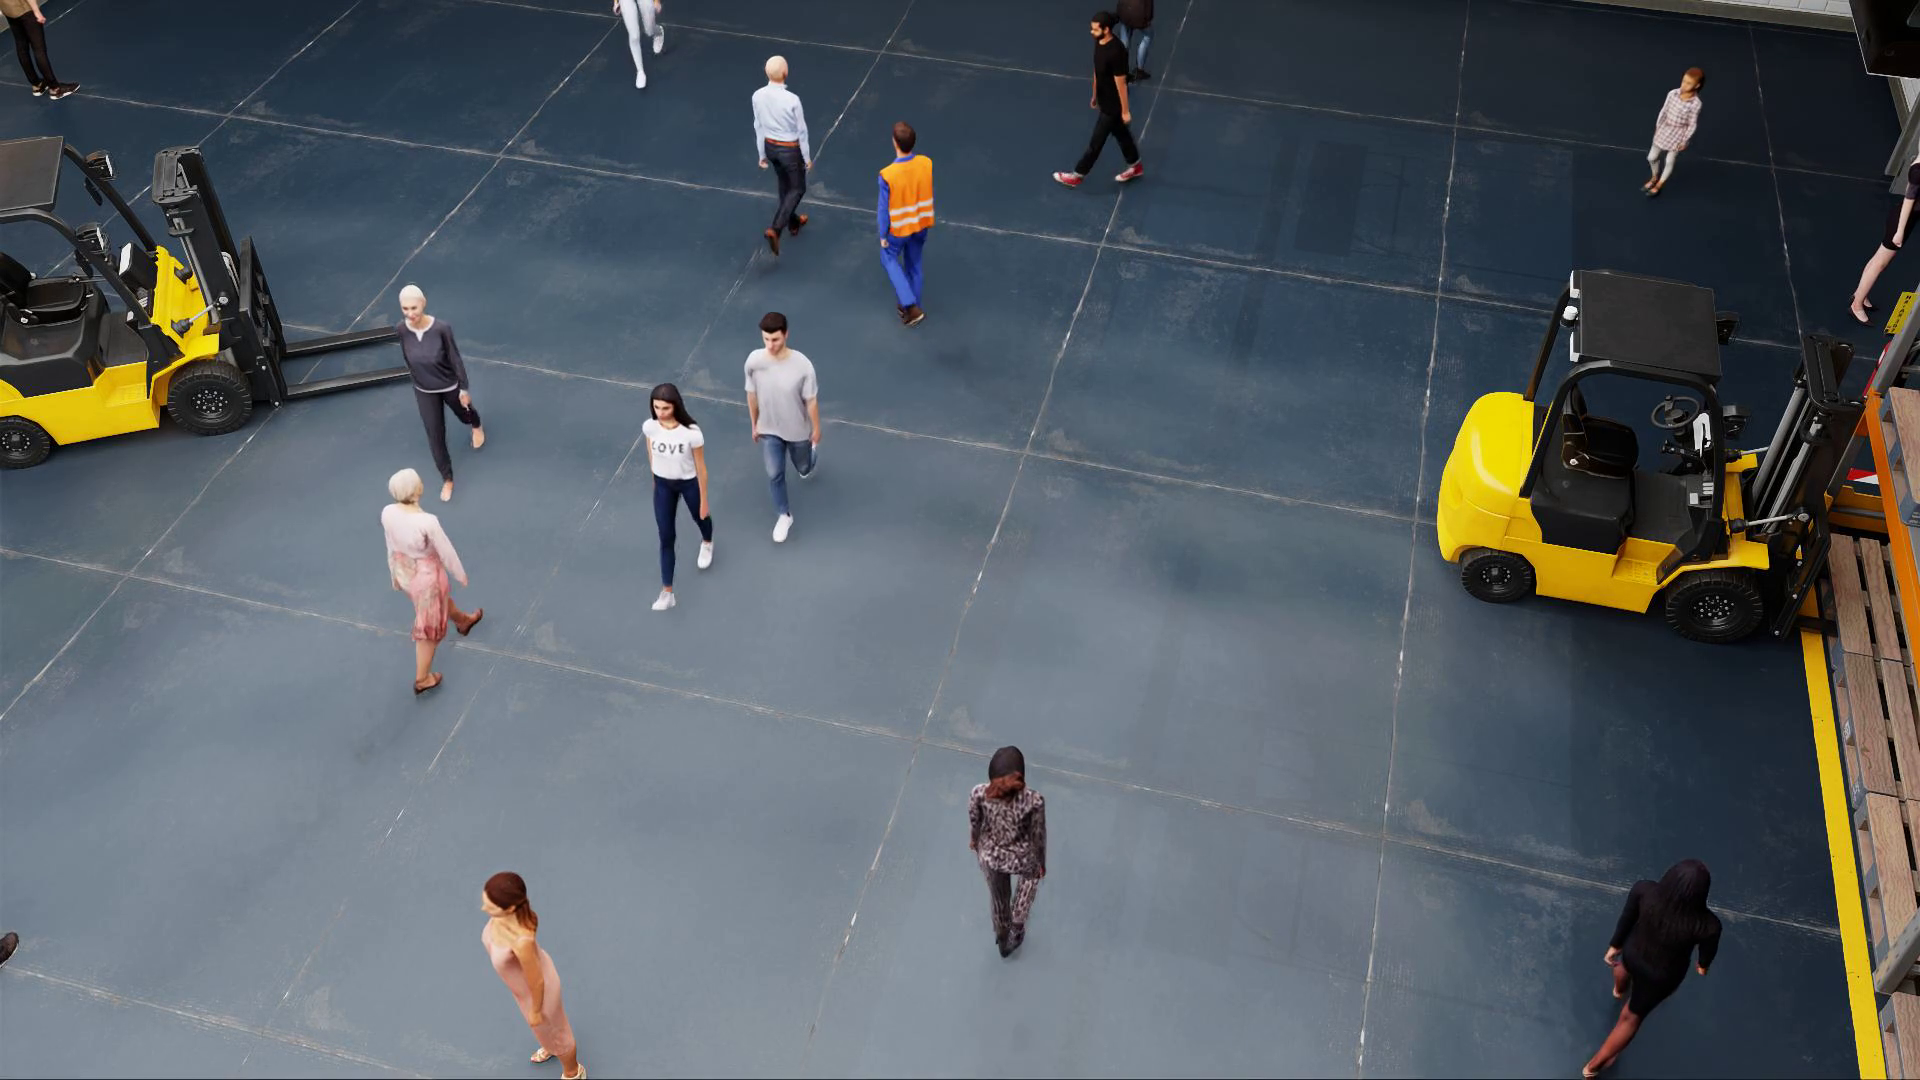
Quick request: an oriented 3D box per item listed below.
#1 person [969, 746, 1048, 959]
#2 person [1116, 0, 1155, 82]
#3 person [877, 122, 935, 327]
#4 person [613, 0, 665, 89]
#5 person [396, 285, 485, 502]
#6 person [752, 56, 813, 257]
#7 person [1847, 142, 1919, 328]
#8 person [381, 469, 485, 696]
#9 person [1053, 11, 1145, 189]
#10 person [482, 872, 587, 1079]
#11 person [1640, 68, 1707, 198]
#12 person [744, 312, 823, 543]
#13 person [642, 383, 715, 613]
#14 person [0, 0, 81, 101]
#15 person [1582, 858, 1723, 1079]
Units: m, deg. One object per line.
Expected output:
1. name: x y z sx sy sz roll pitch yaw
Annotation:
1. person: 0.255 1.801 9.161 0.623 1.705 0.632 7 44 8
2. person: 1.717 -5.307 16.686 0.754 1.618 0.779 32 52 29
3. person: -0.388 -2.510 13.581 0.898 1.851 0.958 -22 48 -21
4. person: -3.243 -5.509 16.818 0.783 1.728 1.076 4 44 4
5. person: -3.836 -1.207 12.321 0.824 1.702 1.147 -2 44 -2
6. person: -1.561 -3.316 14.484 0.760 1.771 1.094 17 46 17
7. person: 7.763 -2.623 13.715 0.703 1.830 0.537 24 49 23
8. person: -3.514 0.306 10.775 0.711 1.643 1.091 16 46 16
9. person: 1.479 -4.027 15.285 1.105 1.697 1.206 -12 45 -12
10. person: -2.194 2.277 8.569 0.711 1.833 0.646 -21 47 -20
11. person: 6.609 -3.768 15.297 0.673 1.304 0.635 -29 51 -27
12. person: -1.235 -0.884 11.864 0.780 1.863 1.088 5 44 5
13. person: -1.887 -0.414 11.466 0.660 1.734 1.119 8 44 8
14. person: -9.354 -5.282 16.490 0.696 1.852 0.614 17 46 17
15. person: 3.578 2.268 8.681 0.953 1.692 1.125 34 53 31
